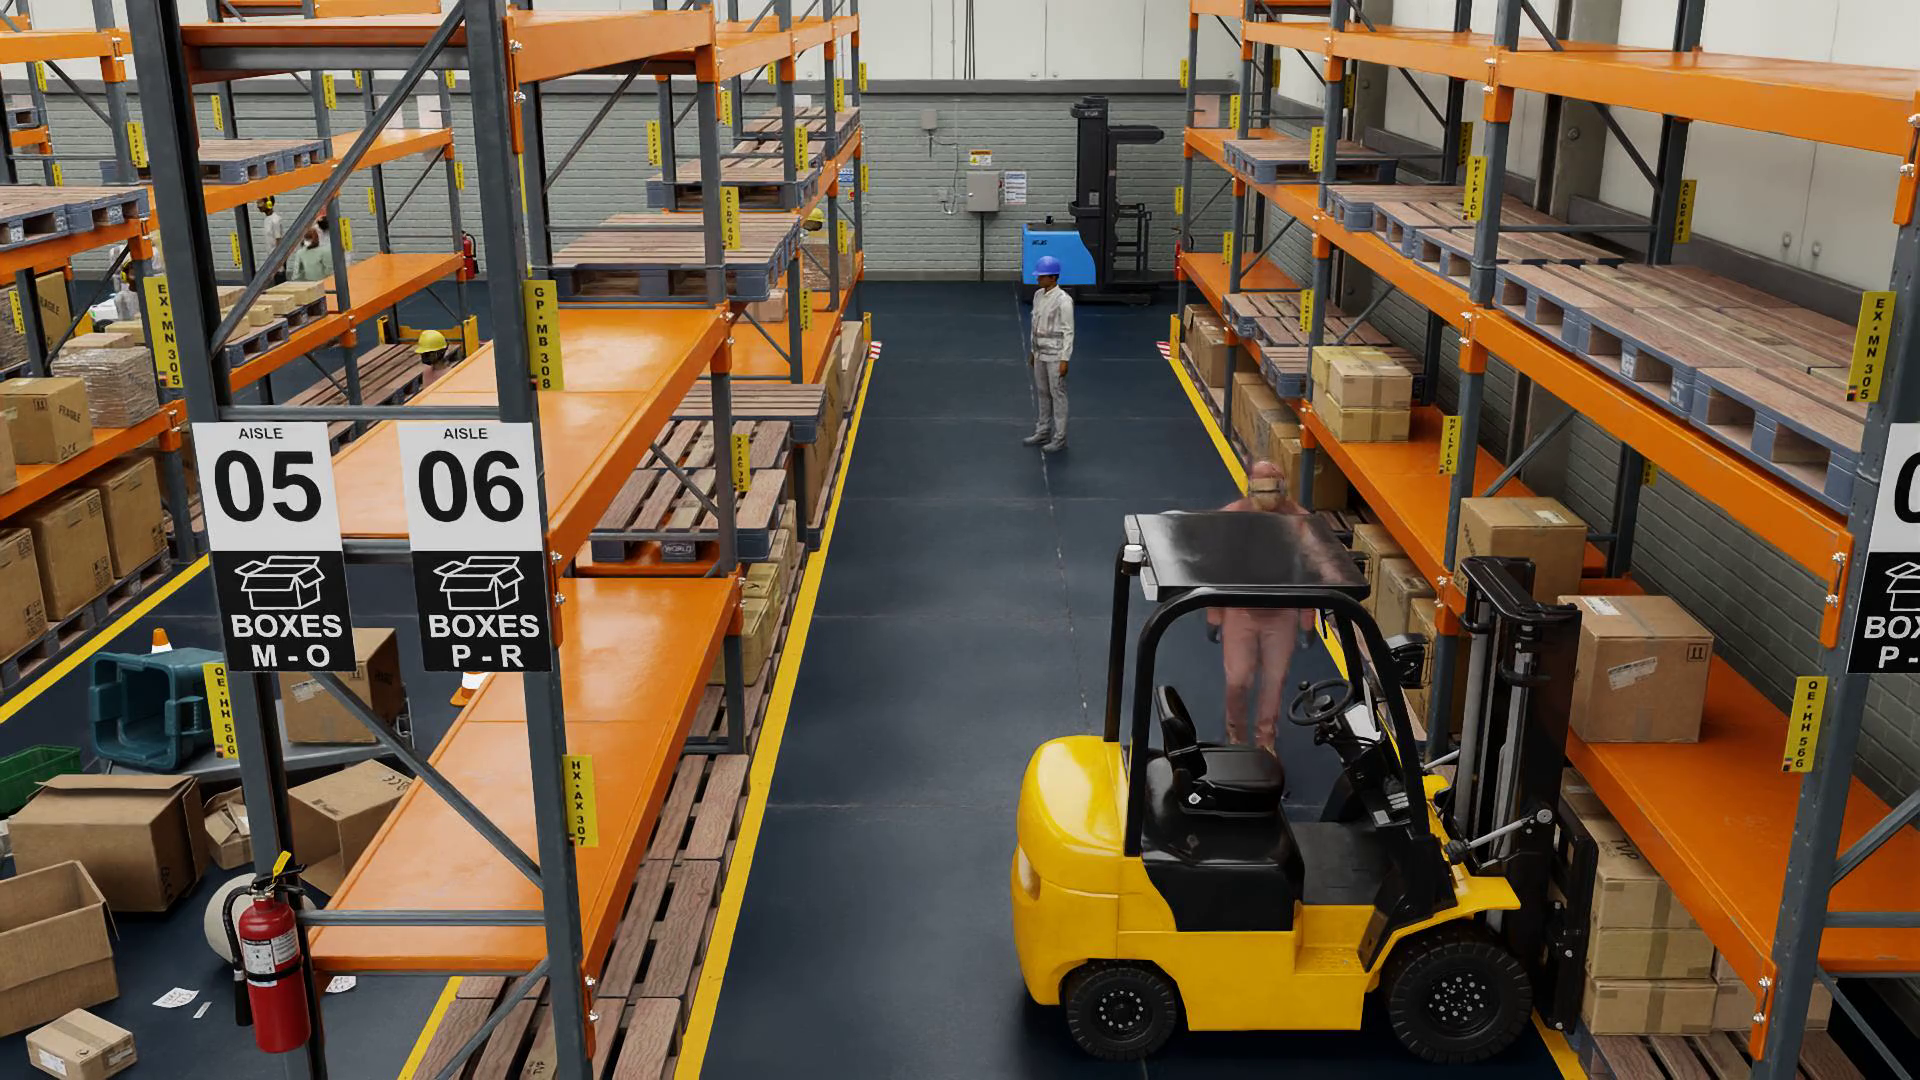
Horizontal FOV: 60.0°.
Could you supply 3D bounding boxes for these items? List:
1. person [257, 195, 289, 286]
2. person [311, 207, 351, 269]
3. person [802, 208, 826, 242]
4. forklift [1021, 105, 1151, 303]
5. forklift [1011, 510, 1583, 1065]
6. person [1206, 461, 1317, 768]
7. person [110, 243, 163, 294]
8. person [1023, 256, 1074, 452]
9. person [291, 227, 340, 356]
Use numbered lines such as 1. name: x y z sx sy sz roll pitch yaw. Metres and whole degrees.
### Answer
1. person: -9.267 -3.789 22.557 0.325 1.862 0.513 -12 22 -33
2. person: -8.459 -3.655 22.359 0.597 1.707 0.721 1 18 4
3. person: -1.901 -3.474 21.801 0.320 1.731 0.489 -1 18 -2
4. forklift: 1.857 -4.944 24.441 1.873 2.768 1.129 0 18 0
5. forklift: 1.387 1.055 7.378 2.313 2.155 1.214 0 18 0
6. person: 1.759 0.466 9.655 0.649 1.883 0.514 0 18 -1
7. person: -9.659 -2.858 19.630 0.544 1.929 0.389 -7 19 -19
8. person: 0.884 -1.851 16.551 0.403 1.945 0.614 -11 21 -30
9. person: -8.133 -3.163 21.052 0.573 1.600 0.683 9 20 25
